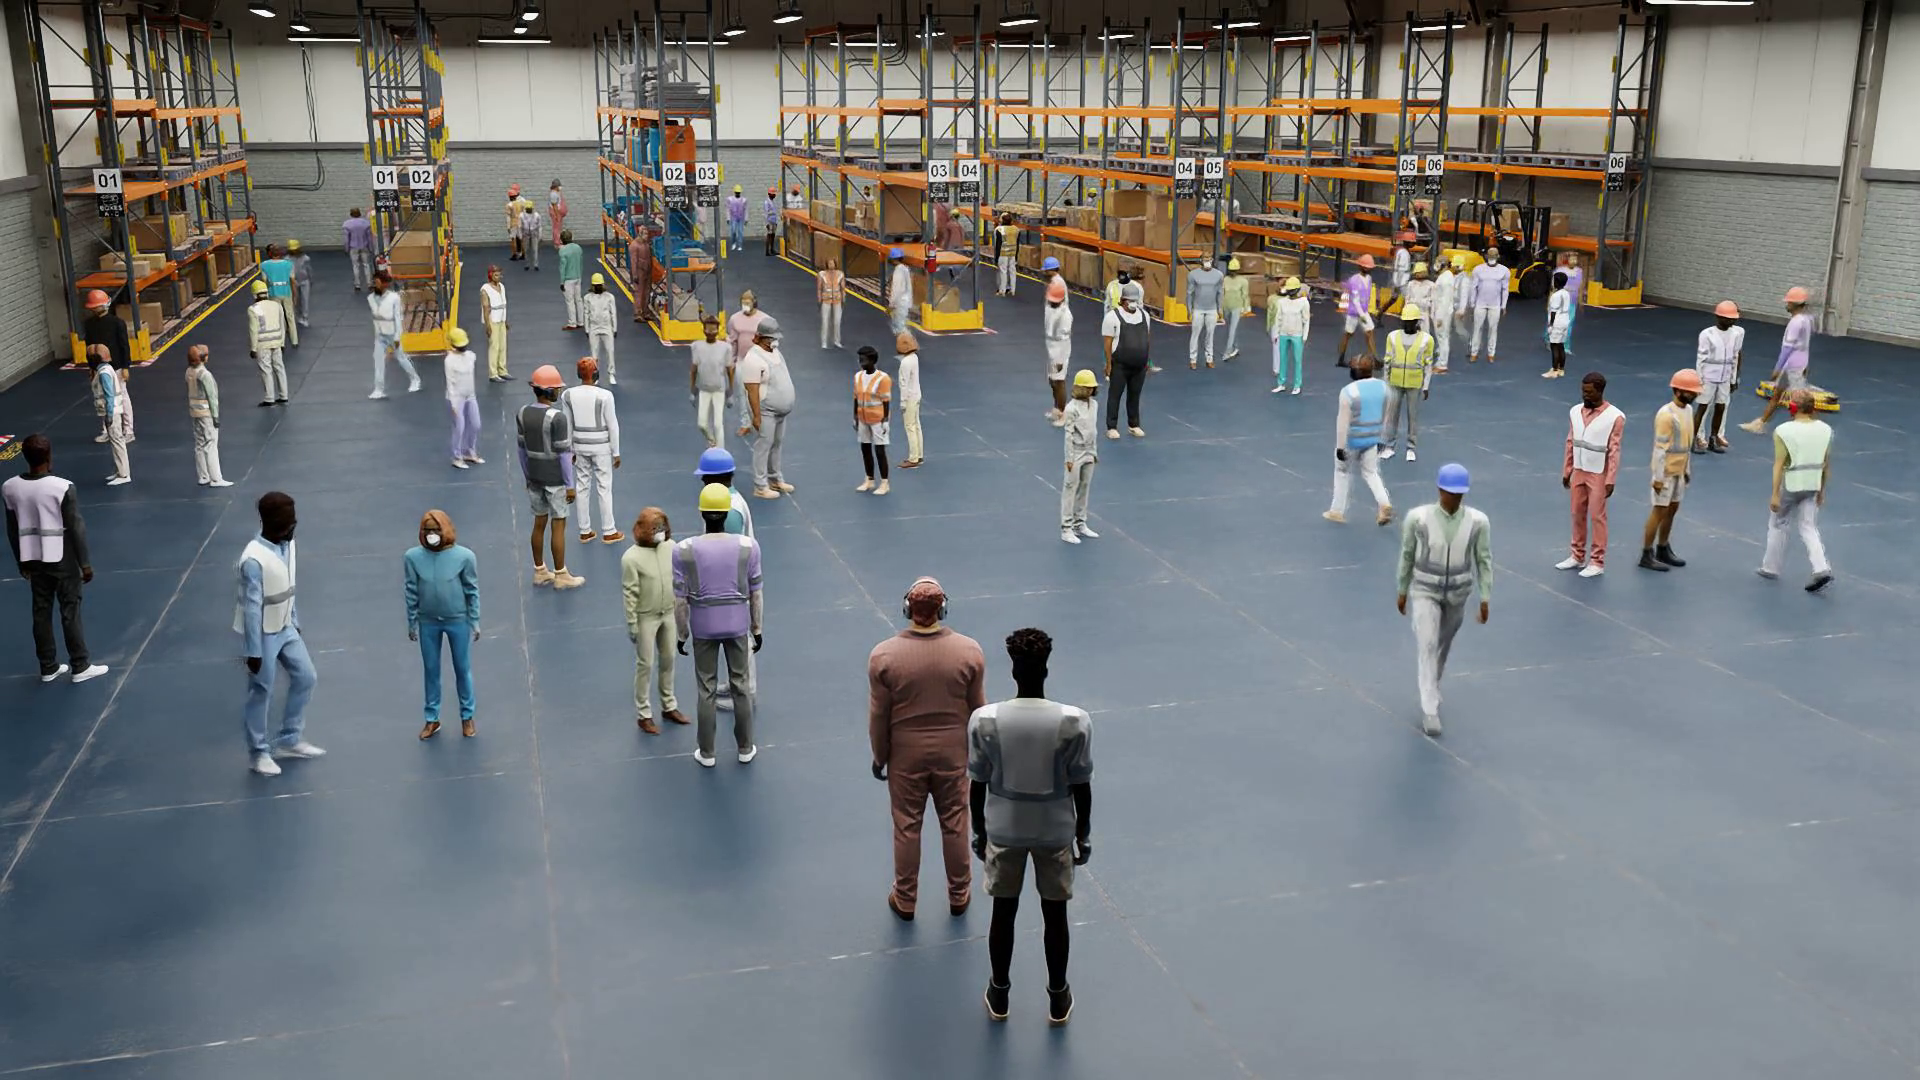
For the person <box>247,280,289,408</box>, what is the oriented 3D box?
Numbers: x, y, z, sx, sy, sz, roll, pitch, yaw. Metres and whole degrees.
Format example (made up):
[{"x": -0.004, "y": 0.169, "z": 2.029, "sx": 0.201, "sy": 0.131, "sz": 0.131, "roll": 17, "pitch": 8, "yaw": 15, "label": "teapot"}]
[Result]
[{"x": -9.981, "y": -2.816, "z": 23.938, "sx": 0.403, "sy": 1.828, "sz": 0.595, "roll": 8, "pitch": 17, "yaw": 27, "label": "person"}]

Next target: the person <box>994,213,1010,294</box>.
[{"x": 1.025, "y": -6.533, "z": 37.911, "sx": 0.403, "sy": 1.837, "sz": 0.590, "roll": 12, "pitch": 19, "yaw": 37, "label": "person"}]

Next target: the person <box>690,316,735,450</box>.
[{"x": -2.976, "y": -1.766, "z": 19.945, "sx": 0.548, "sy": 1.852, "sz": 0.388, "roll": 0, "pitch": 15, "yaw": -1, "label": "person"}]

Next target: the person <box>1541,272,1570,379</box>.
[{"x": 9.516, "y": -3.417, "z": 26.468, "sx": 0.322, "sy": 1.689, "sz": 0.530, "roll": 12, "pitch": 19, "yaw": 37, "label": "person"}]

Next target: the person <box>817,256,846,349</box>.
[{"x": -2.295, "y": -4.237, "z": 29.654, "sx": 0.522, "sy": 1.636, "sz": 0.310, "roll": -4, "pitch": 15, "yaw": -15, "label": "person"}]

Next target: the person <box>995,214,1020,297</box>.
[{"x": 1.046, "y": -6.410, "z": 37.441, "sx": 0.630, "sy": 1.843, "sz": 0.429, "roll": -10, "pitch": 18, "yaw": -33, "label": "person"}]

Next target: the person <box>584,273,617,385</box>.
[{"x": -5.583, "y": -3.279, "z": 25.867, "sx": 0.492, "sy": 1.737, "sz": 0.326, "roll": -2, "pitch": 15, "yaw": -9, "label": "person"}]

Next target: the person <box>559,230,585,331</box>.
[{"x": -7.449, "y": -4.964, "z": 31.842, "sx": 0.377, "sy": 1.929, "sz": 0.633, "roll": 7, "pitch": 16, "yaw": 24, "label": "person"}]

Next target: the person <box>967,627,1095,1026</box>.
[{"x": 0.335, "y": 1.369, "z": 7.949, "sx": 0.605, "sy": 1.959, "sz": 0.374, "roll": 2, "pitch": 15, "yaw": 7, "label": "person"}]

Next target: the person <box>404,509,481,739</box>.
[{"x": -3.578, "y": 0.580, "z": 11.534, "sx": 0.499, "sy": 1.634, "sz": 0.285, "roll": -1, "pitch": 15, "yaw": -5, "label": "person"}]

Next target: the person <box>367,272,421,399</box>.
[{"x": -8.540, "y": -3.100, "z": 24.927, "sx": 0.596, "sy": 1.878, "sz": 0.977, "roll": 5, "pitch": 16, "yaw": 19, "label": "person"}]

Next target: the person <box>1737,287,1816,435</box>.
[{"x": 10.819, "y": -2.286, "z": 21.645, "sx": 1.056, "sy": 1.990, "sz": 0.651, "roll": 10, "pitch": 18, "yaw": 32, "label": "person"}]

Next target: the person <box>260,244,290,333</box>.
[{"x": -12.900, "y": -4.724, "z": 31.372, "sx": 0.532, "sy": 1.697, "sz": 0.319, "roll": -14, "pitch": 20, "yaw": -42, "label": "person"}]

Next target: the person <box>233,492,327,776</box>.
[{"x": -4.521, "y": 0.611, "z": 10.945, "sx": 0.490, "sy": 1.889, "sz": 0.630, "roll": 0, "pitch": 15, "yaw": 1, "label": "person"}]

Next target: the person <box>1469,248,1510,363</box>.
[{"x": 8.893, "y": -3.946, "z": 27.992, "sx": 0.627, "sy": 1.935, "sz": 0.371, "roll": 5, "pitch": 16, "yaw": 19, "label": "person"}]

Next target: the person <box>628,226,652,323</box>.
[{"x": -6.306, "y": -5.280, "z": 33.090, "sx": 0.400, "sy": 1.900, "sz": 0.649, "roll": 5, "pitch": 16, "yaw": 18, "label": "person"}]

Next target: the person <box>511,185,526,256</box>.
[{"x": -12.494, "y": -9.035, "z": 47.026, "sx": 0.623, "sy": 1.990, "sz": 0.388, "roll": 11, "pitch": 18, "yaw": 35, "label": "person"}]

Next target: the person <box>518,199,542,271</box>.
[{"x": -11.099, "y": -7.867, "z": 42.945, "sx": 0.598, "sy": 1.831, "sz": 0.403, "roll": -3, "pitch": 15, "yaw": -11, "label": "person"}]

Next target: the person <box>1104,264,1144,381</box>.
[{"x": 2.552, "y": -3.404, "z": 26.128, "sx": 0.633, "sy": 1.843, "sz": 0.429, "roll": 6, "pitch": 16, "yaw": 20, "label": "person"}]

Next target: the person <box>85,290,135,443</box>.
[{"x": -10.993, "y": -2.235, "z": 21.453, "sx": 0.610, "sy": 1.986, "sz": 0.392, "roll": 3, "pitch": 15, "yaw": 12, "label": "person"}]

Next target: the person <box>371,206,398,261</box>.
[{"x": -15.219, "y": -8.250, "z": 44.133, "sx": 0.628, "sy": 1.951, "sz": 0.931, "roll": -1, "pitch": 15, "yaw": -4, "label": "person"}]

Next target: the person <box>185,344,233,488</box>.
[{"x": -8.638, "y": -1.418, "z": 19.034, "sx": 0.521, "sy": 1.645, "sz": 0.307, "roll": 12, "pitch": 19, "yaw": 37, "label": "person"}]

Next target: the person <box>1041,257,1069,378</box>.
[{"x": 1.502, "y": -3.545, "z": 26.502, "sx": 0.450, "sy": 1.926, "sz": 0.603, "roll": 1, "pitch": 15, "yaw": 3, "label": "person"}]

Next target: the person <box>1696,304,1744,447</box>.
[{"x": 9.703, "y": -2.101, "z": 21.200, "sx": 0.501, "sy": 1.861, "sz": 0.326, "roll": -2, "pitch": 15, "yaw": -6, "label": "person"}]

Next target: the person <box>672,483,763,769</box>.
[{"x": -1.594, "y": 0.569, "z": 11.013, "sx": 0.590, "sy": 1.927, "sz": 0.367, "roll": -4, "pitch": 15, "yaw": -13, "label": "person"}]

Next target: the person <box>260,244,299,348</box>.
[{"x": -12.071, "y": -4.311, "z": 29.530, "sx": 0.564, "sy": 1.847, "sz": 0.396, "roll": -8, "pitch": 17, "yaw": -28, "label": "person"}]

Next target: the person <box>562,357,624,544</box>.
[{"x": -3.654, "y": -0.888, "z": 16.582, "sx": 0.575, "sy": 1.882, "sz": 0.355, "roll": 4, "pitch": 15, "yaw": 13, "label": "person"}]

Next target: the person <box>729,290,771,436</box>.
[{"x": -2.736, "y": -2.313, "z": 21.840, "sx": 0.635, "sy": 1.936, "sz": 0.356, "roll": 4, "pitch": 16, "yaw": 16, "label": "person"}]

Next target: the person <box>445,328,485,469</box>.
[{"x": -5.961, "y": -1.689, "z": 19.888, "sx": 0.505, "sy": 1.725, "sz": 0.541, "roll": 8, "pitch": 17, "yaw": 27, "label": "person"}]

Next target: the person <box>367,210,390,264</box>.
[{"x": -14.929, "y": -7.846, "z": 42.927, "sx": 0.650, "sy": 1.795, "sz": 0.928, "roll": -5, "pitch": 16, "yaw": -17, "label": "person"}]

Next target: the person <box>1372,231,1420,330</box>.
[{"x": 8.434, "y": -4.990, "z": 32.014, "sx": 0.952, "sy": 1.899, "sz": 0.548, "roll": 1, "pitch": 15, "yaw": 5, "label": "person"}]

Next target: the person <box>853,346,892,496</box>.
[{"x": -0.987, "y": -1.346, "z": 18.682, "sx": 0.547, "sy": 1.683, "sz": 0.322, "roll": 12, "pitch": 19, "yaw": 38, "label": "person"}]

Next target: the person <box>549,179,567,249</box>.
[{"x": -11.929, "y": -9.690, "z": 49.402, "sx": 0.536, "sy": 2.000, "sz": 0.681, "roll": -3, "pitch": 15, "yaw": -12, "label": "person"}]

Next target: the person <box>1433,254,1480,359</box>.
[{"x": 8.496, "y": -3.973, "z": 28.355, "sx": 0.803, "sy": 1.806, "sz": 0.598, "roll": -3, "pitch": 15, "yaw": -10, "label": "person"}]

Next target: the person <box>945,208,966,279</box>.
[{"x": -0.126, "y": -7.249, "z": 40.809, "sx": 0.535, "sy": 1.736, "sz": 0.694, "roll": 2, "pitch": 15, "yaw": 7, "label": "person"}]

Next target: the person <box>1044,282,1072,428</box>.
[{"x": 1.282, "y": -2.528, "z": 22.553, "sx": 0.479, "sy": 1.989, "sz": 0.792, "roll": -6, "pitch": 16, "yaw": -20, "label": "person"}]

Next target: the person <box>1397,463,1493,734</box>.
[{"x": 3.455, "y": 0.363, "z": 11.873, "sx": 0.629, "sy": 1.893, "sz": 1.015, "roll": 1, "pitch": 15, "yaw": 3, "label": "person"}]

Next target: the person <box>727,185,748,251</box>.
[{"x": -6.483, "y": -9.387, "z": 48.544, "sx": 0.588, "sy": 1.898, "sz": 0.577, "roll": -3, "pitch": 15, "yaw": -12, "label": "person"}]

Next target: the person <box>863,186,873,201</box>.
[{"x": -2.688, "y": -9.542, "z": 49.198, "sx": 0.514, "sy": 1.863, "sz": 0.318, "roll": 11, "pitch": 19, "yaw": 37, "label": "person"}]

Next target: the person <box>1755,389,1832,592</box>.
[{"x": 7.648, "y": -0.445, "z": 15.074, "sx": 0.578, "sy": 1.812, "sz": 0.821, "roll": -2, "pitch": 15, "yaw": -8, "label": "person"}]
